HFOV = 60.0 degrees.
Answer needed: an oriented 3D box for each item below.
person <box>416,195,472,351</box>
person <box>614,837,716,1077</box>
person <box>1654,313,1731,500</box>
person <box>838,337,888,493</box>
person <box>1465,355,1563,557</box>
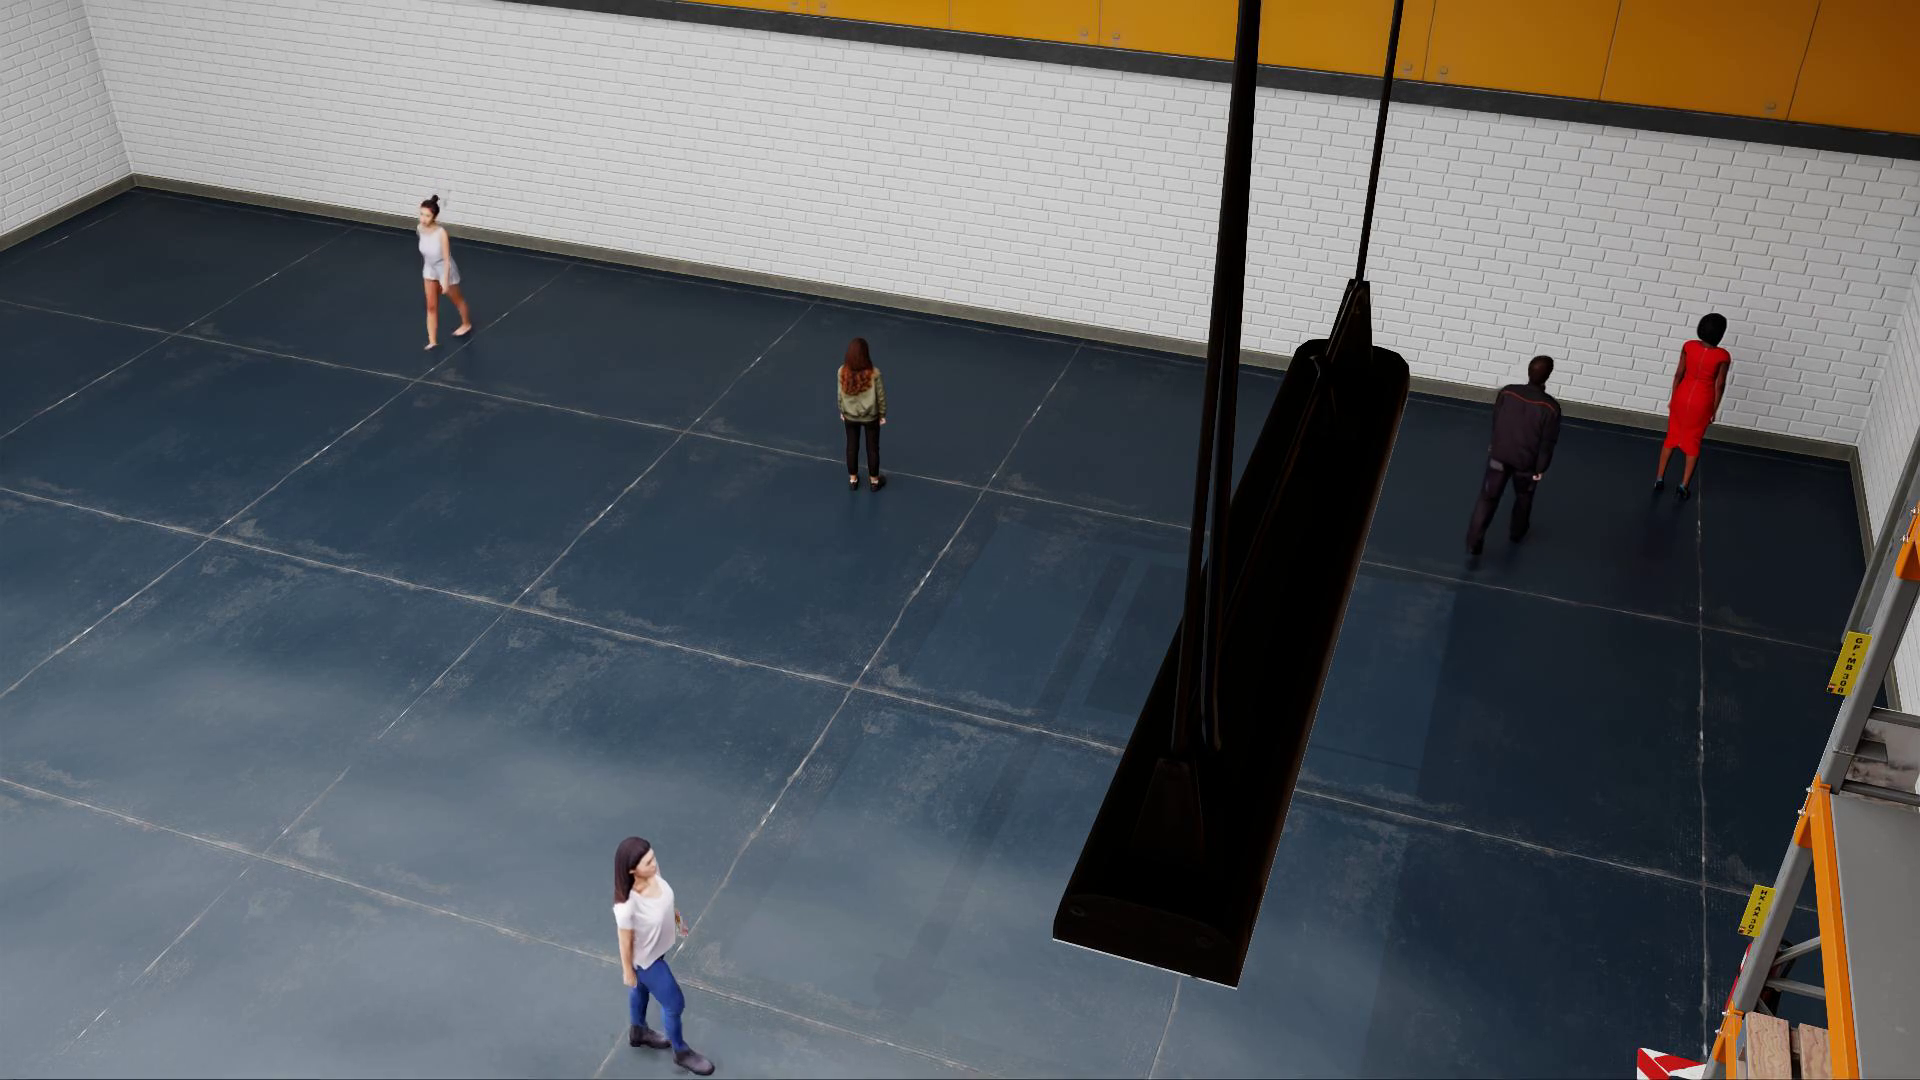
[{"bbox_3d":[-5.236,-2.740,16.877,0.604,1.574,0.950,18,37,24],"label":"person"},{"bbox_3d":[-1.817,2.281,9.238,0.771,1.668,0.781,3,34,5],"label":"person"},{"bbox_3d":[6.311,-1.153,14.337,0.627,1.743,0.615,26,41,33],"label":"person"},{"bbox_3d":[-0.855,-1.095,14.491,0.608,1.476,0.560,6,34,9],"label":"person"},{"bbox_3d":[4.473,-0.651,13.520,0.868,1.812,1.173,19,38,27],"label":"person"}]
